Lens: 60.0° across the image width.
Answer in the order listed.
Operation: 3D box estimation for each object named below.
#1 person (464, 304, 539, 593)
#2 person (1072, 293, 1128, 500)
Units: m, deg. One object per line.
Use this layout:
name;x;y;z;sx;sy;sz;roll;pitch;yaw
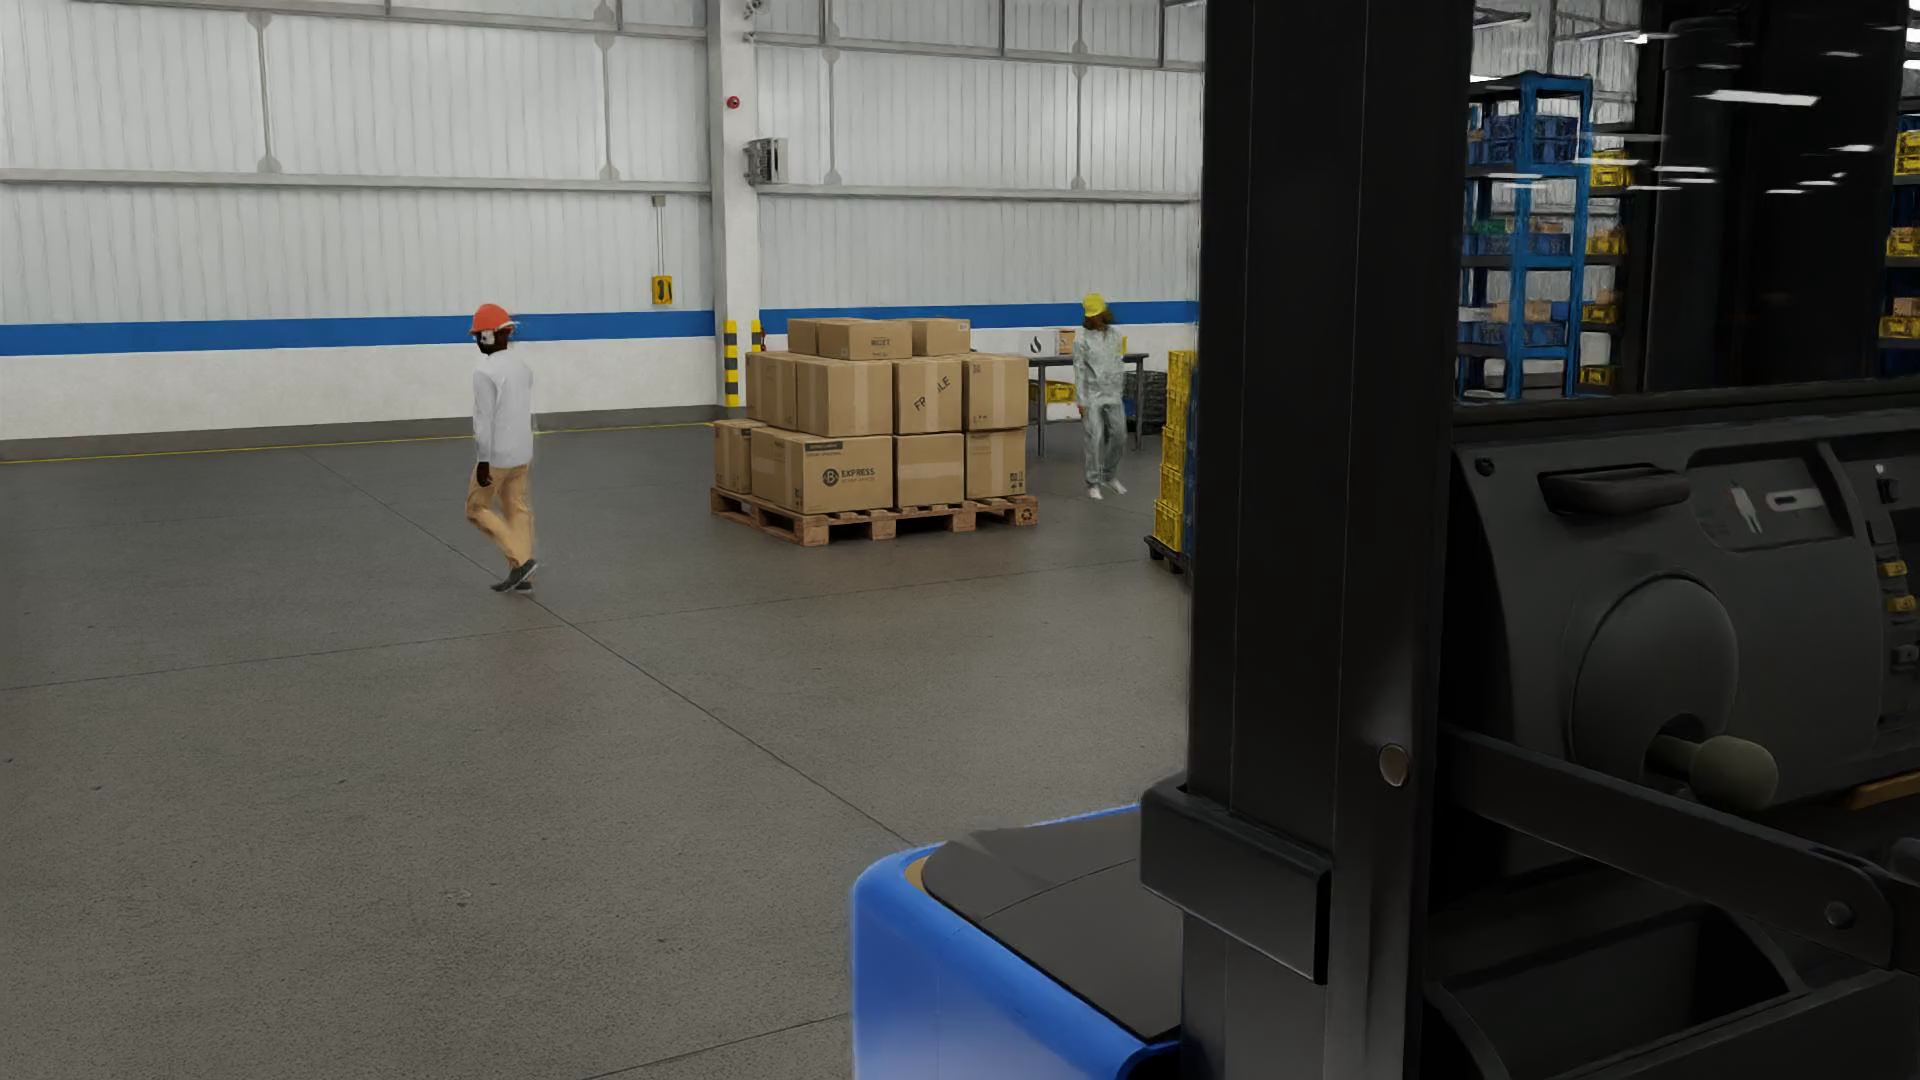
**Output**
person;-2.733;-0.527;9.877;0.374;1.735;0.583;3;10;14
person;1.142;-1.170;13.626;0.556;1.702;0.435;-5;11;-28
